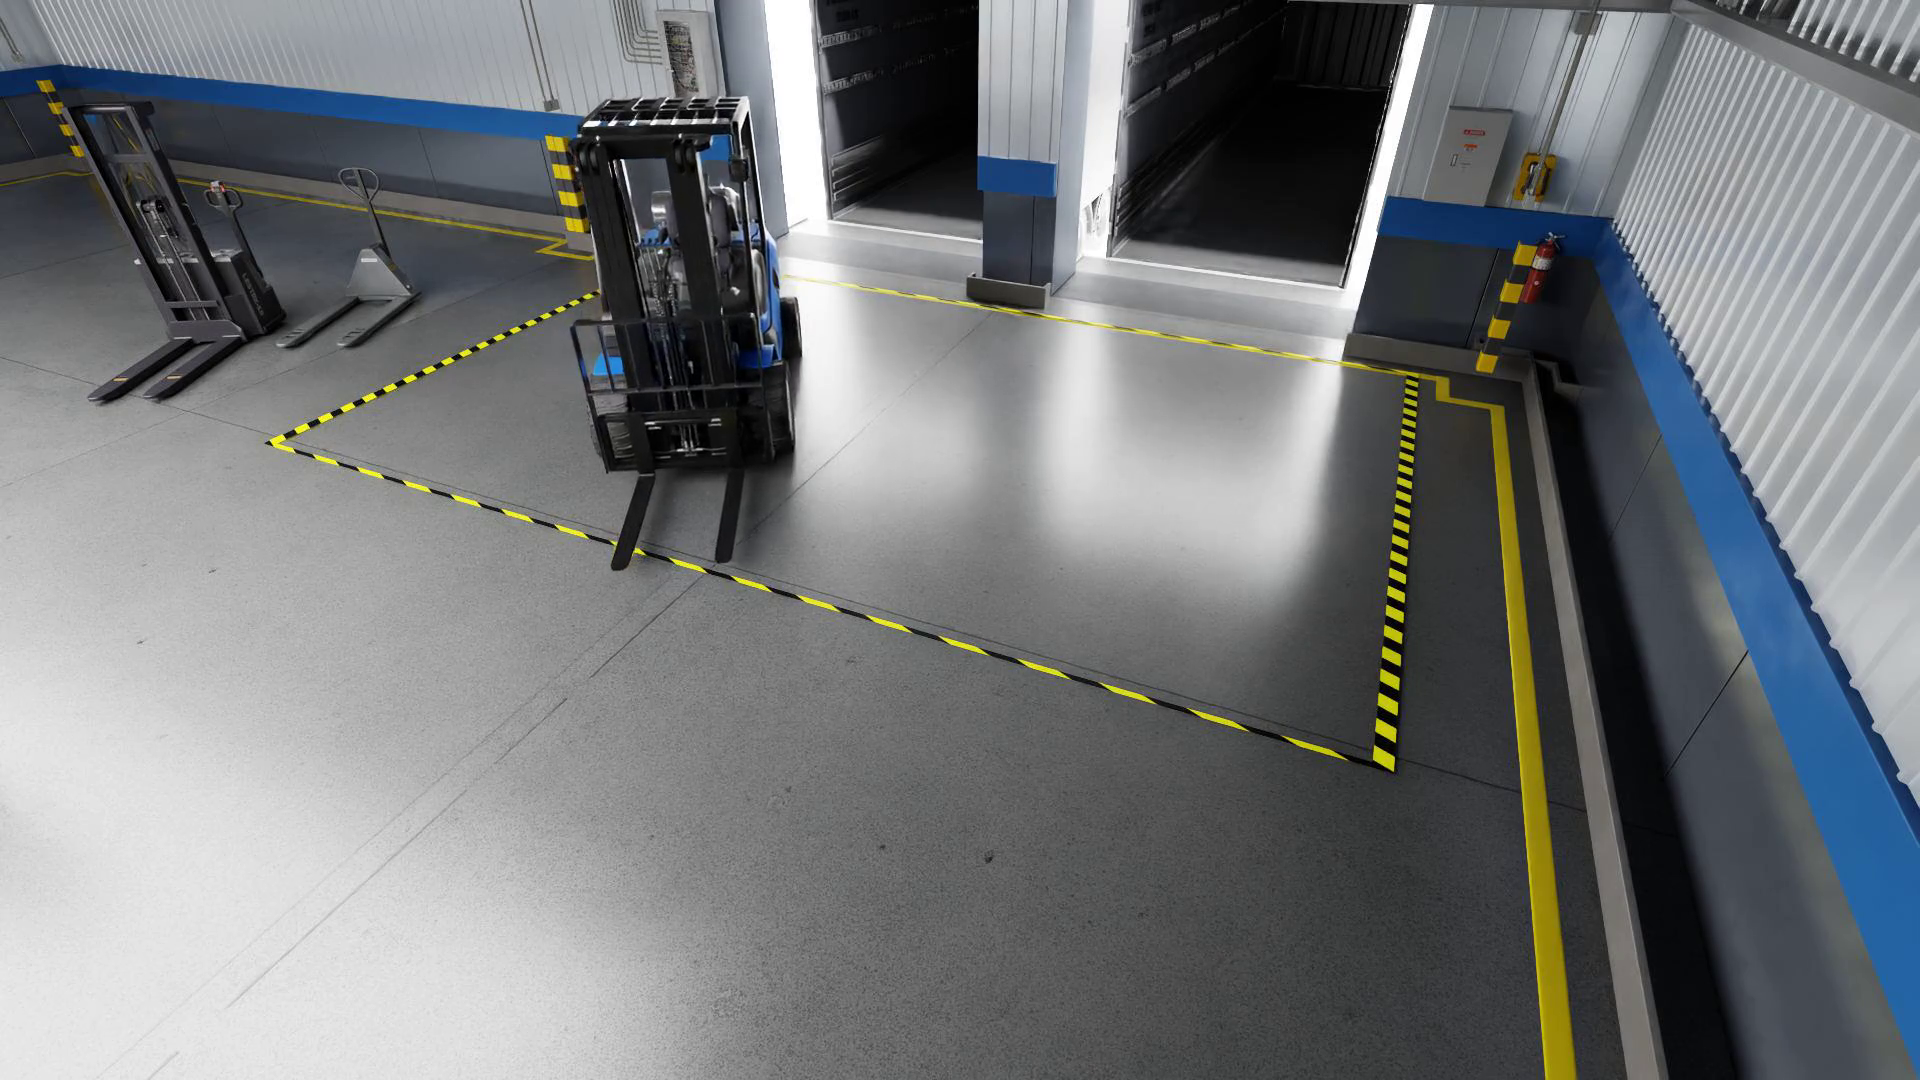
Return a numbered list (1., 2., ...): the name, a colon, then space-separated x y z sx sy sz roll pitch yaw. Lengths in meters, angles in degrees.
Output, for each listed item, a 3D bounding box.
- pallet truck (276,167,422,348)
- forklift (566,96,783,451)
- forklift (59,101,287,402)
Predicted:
1. pallet truck: -5.732 -2.611 8.414 0.680 1.201 1.601 -1 35 -1
2. forklift: -1.956 -2.043 6.630 1.157 2.036 2.680 -4 35 -6
3. forklift: -6.686 -2.387 7.434 0.823 1.965 1.885 -3 35 -5
